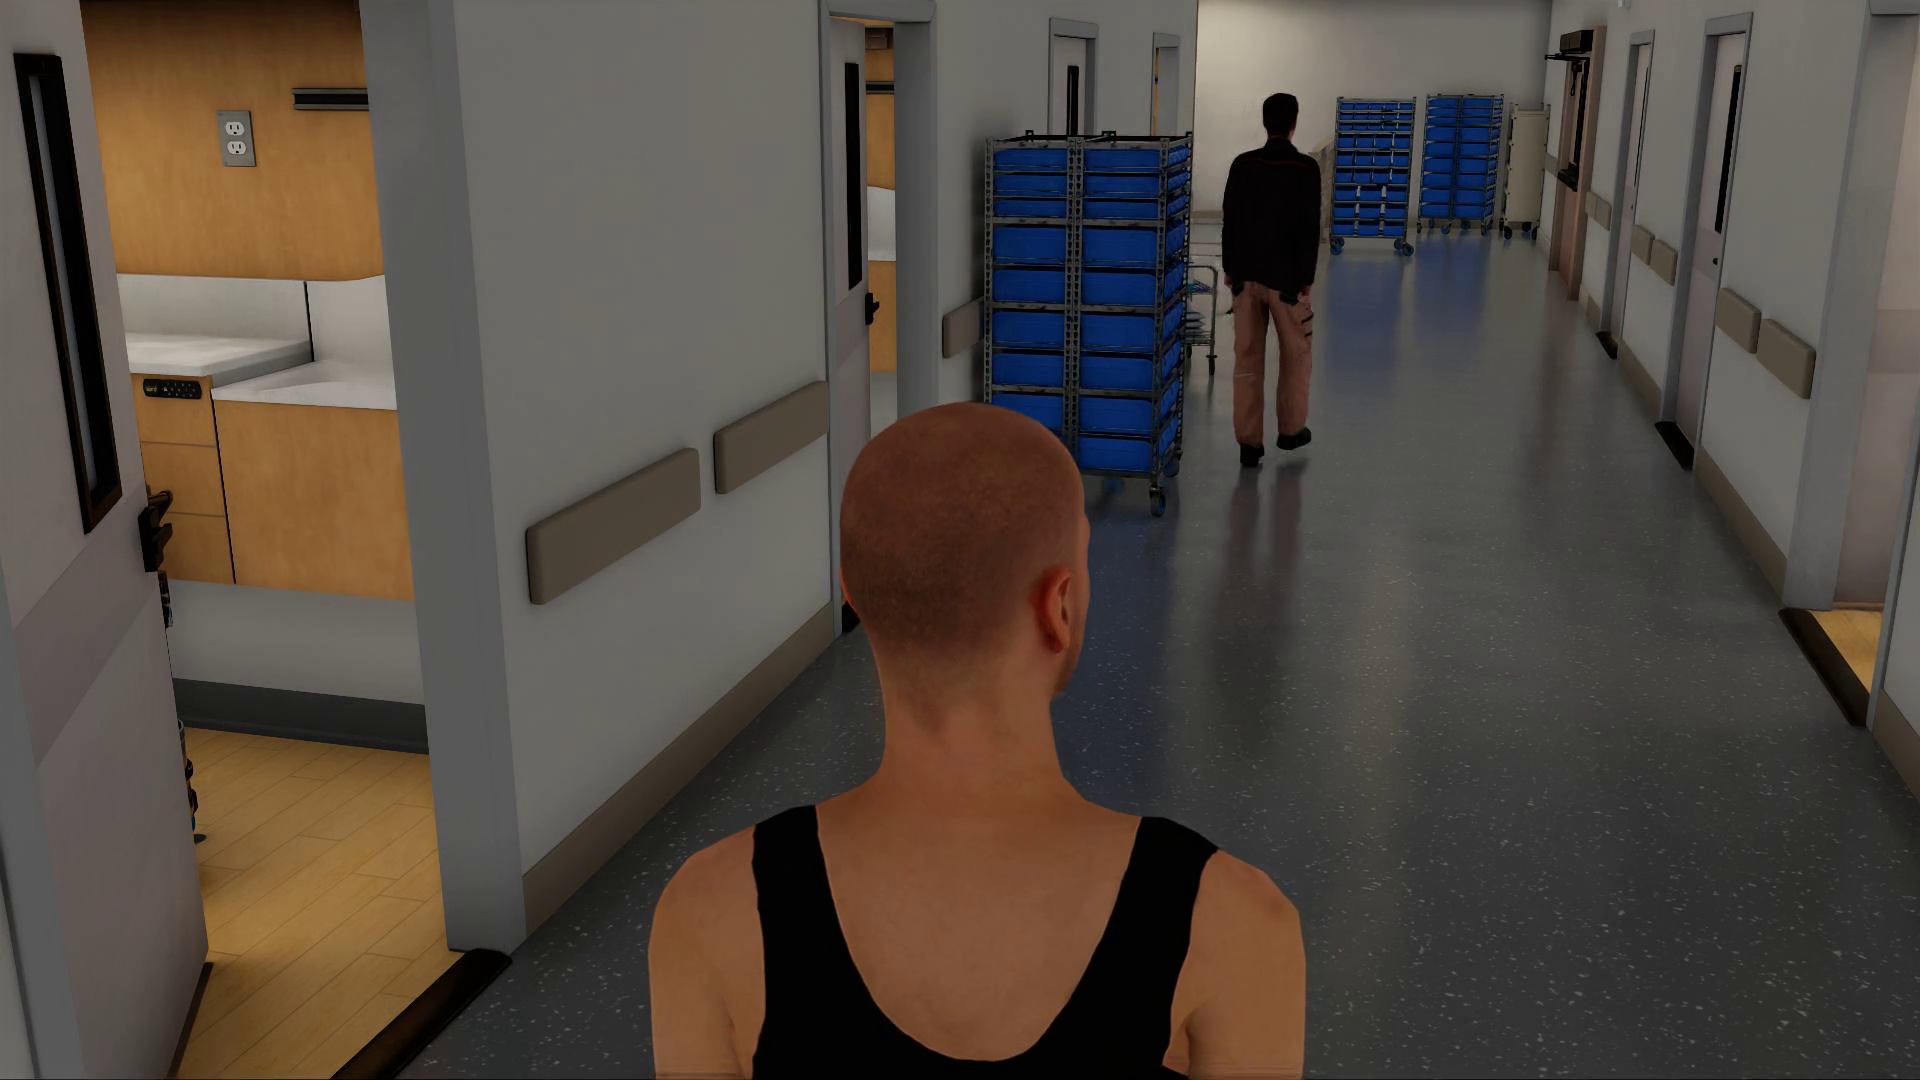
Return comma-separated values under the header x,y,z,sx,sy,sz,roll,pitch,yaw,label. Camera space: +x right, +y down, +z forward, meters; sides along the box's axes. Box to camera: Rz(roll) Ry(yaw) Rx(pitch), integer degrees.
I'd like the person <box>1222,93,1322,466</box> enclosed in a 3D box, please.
x,y,z,sx,sy,sz,roll,pitch,yaw,label
1.586,-1.330,8.670,0.740,1.907,0.886,6,17,19,person

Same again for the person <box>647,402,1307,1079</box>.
x,y,z,sx,sy,sz,roll,pitch,yaw,label
0.010,0.789,1.324,0.697,1.814,0.579,1,16,2,person
